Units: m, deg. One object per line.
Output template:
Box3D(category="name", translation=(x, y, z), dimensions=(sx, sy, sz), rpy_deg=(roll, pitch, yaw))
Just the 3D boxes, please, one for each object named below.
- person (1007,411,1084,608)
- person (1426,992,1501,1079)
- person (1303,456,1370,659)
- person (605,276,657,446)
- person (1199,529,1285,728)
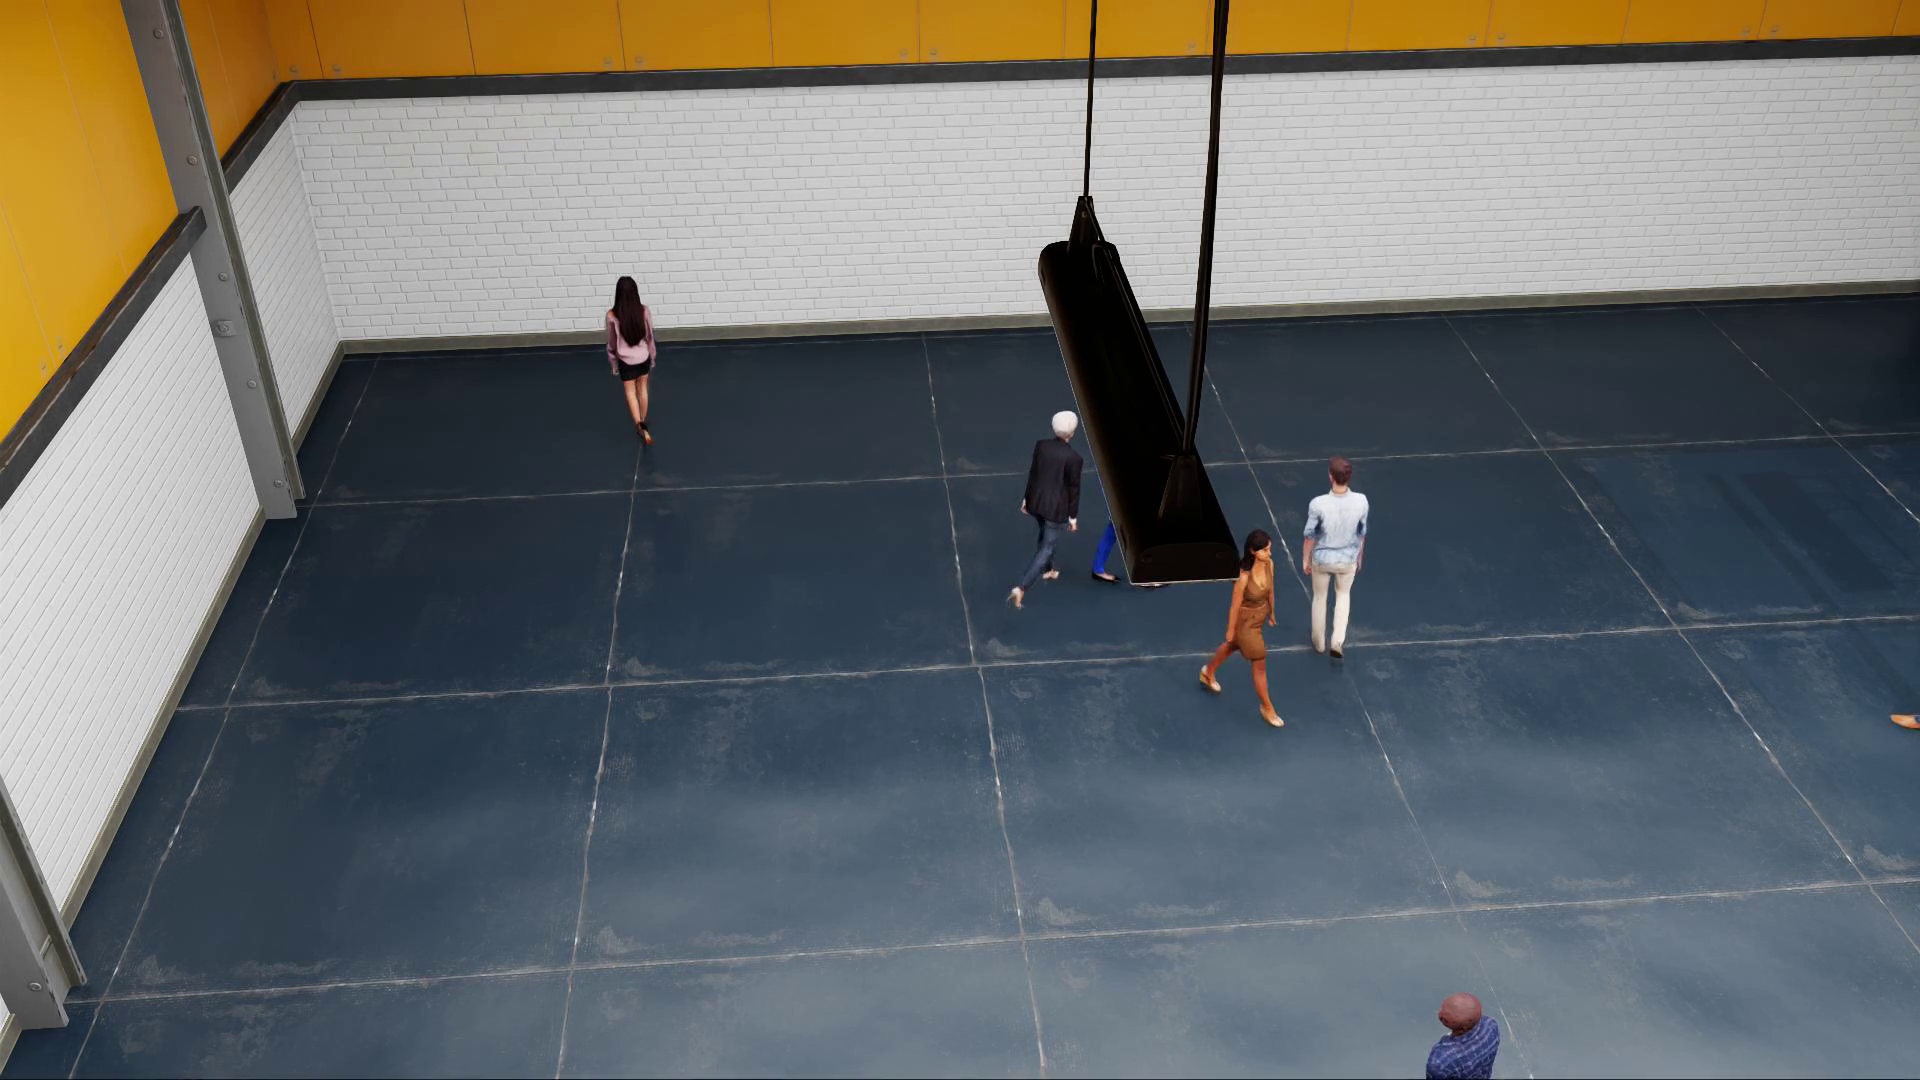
Box3D(category="person", translation=(0.633, -0.230, 13.737), dimensions=(1.177, 1.761, 1.116), rpy_deg=(28, 43, 35))
Box3D(category="person", translation=(2.723, 3.107, 8.964), dimensions=(0.964, 1.783, 1.106), rpy_deg=(-18, 38, -25))
Box3D(category="person", translation=(2.993, 0.207, 13.284), dimensions=(0.727, 1.831, 0.845), rpy_deg=(2, 34, 3))
Box3D(category="person", translation=(-3.150, -1.688, 16.165), dimensions=(0.774, 1.797, 1.005), rpy_deg=(-11, 35, -16))
Box3D(category="person", translation=(2.160, 0.616, 12.836), dimensions=(1.079, 1.644, 1.012), rpy_deg=(26, 42, 34))
